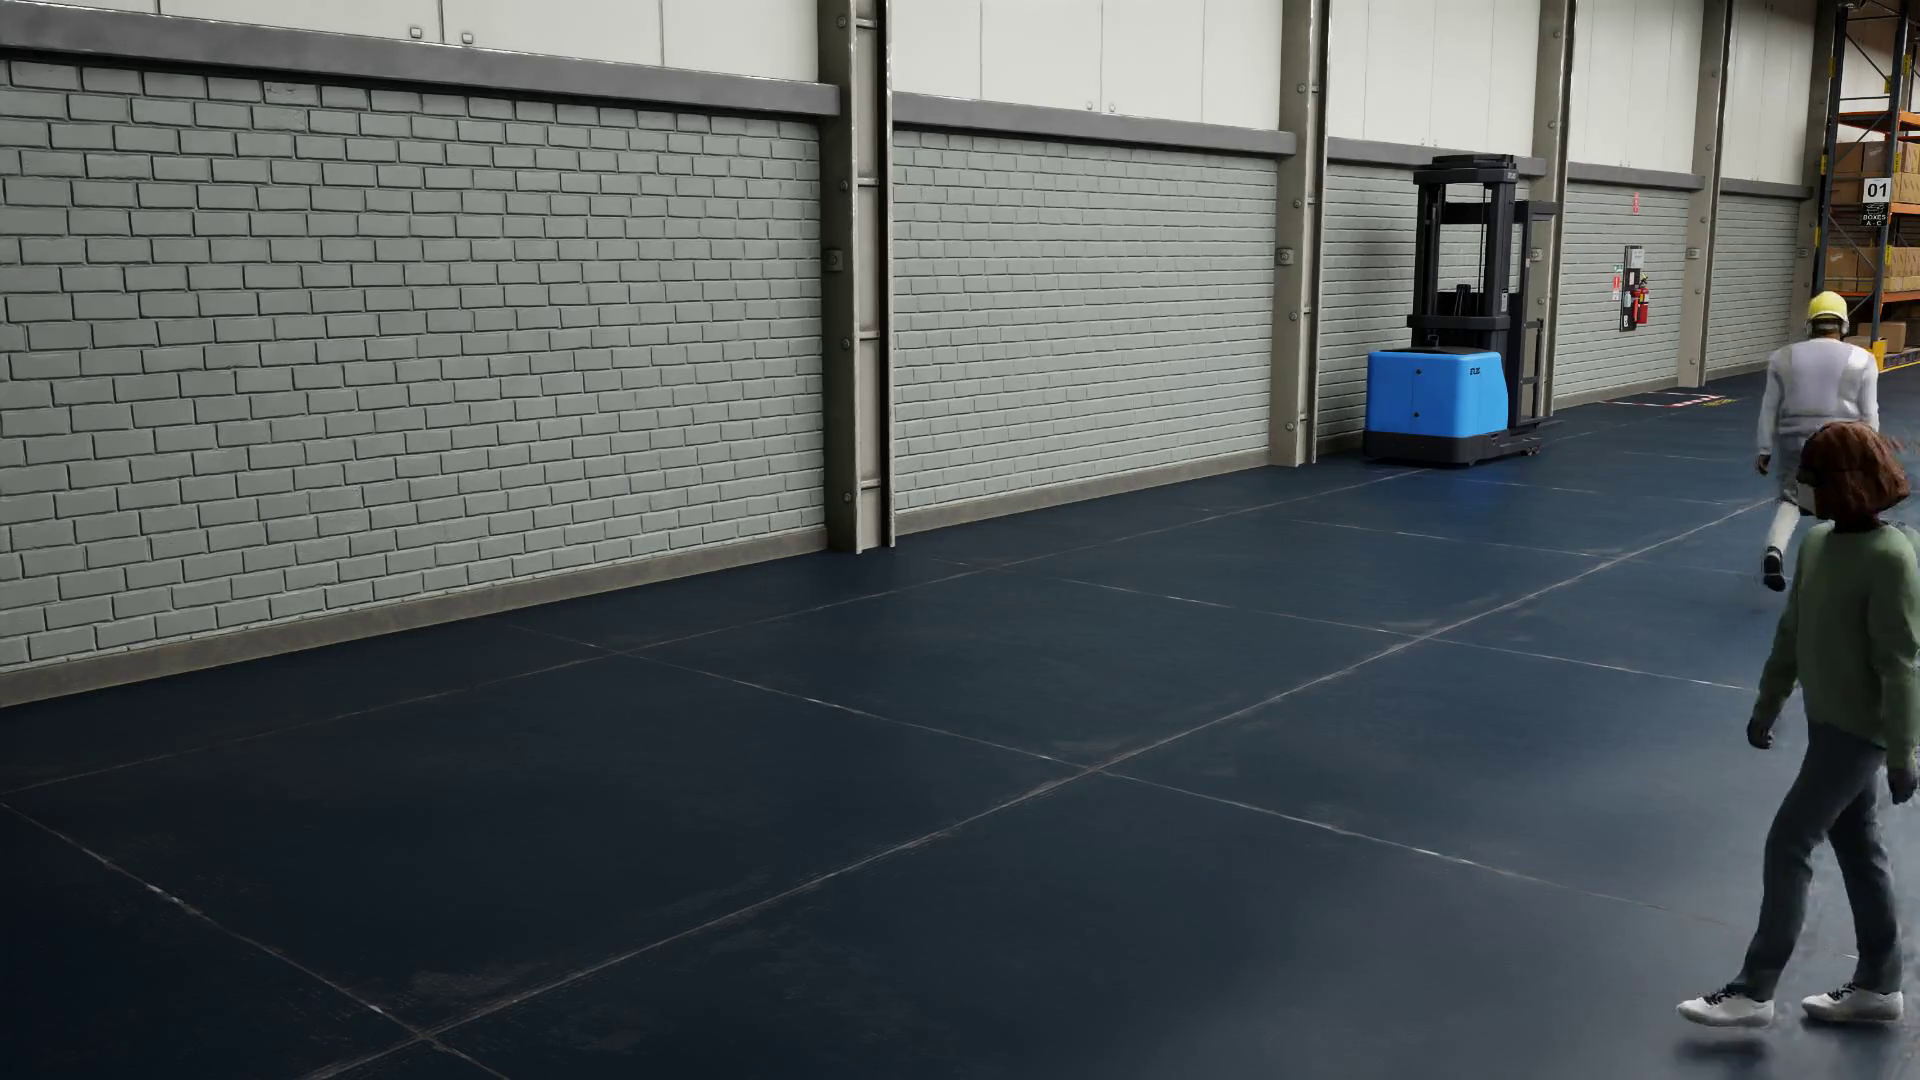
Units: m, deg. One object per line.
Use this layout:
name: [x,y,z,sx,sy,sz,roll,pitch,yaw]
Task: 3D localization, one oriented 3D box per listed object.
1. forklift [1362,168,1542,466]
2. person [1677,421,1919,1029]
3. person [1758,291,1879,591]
forklift: [4.875,-2.212,16.287,1.129,2.768,1.873,8,13,40]
person: [2.194,0.496,4.346,0.729,1.602,0.535,1,10,7]
person: [4.982,-0.540,9.699,0.621,1.809,0.585,8,13,38]
